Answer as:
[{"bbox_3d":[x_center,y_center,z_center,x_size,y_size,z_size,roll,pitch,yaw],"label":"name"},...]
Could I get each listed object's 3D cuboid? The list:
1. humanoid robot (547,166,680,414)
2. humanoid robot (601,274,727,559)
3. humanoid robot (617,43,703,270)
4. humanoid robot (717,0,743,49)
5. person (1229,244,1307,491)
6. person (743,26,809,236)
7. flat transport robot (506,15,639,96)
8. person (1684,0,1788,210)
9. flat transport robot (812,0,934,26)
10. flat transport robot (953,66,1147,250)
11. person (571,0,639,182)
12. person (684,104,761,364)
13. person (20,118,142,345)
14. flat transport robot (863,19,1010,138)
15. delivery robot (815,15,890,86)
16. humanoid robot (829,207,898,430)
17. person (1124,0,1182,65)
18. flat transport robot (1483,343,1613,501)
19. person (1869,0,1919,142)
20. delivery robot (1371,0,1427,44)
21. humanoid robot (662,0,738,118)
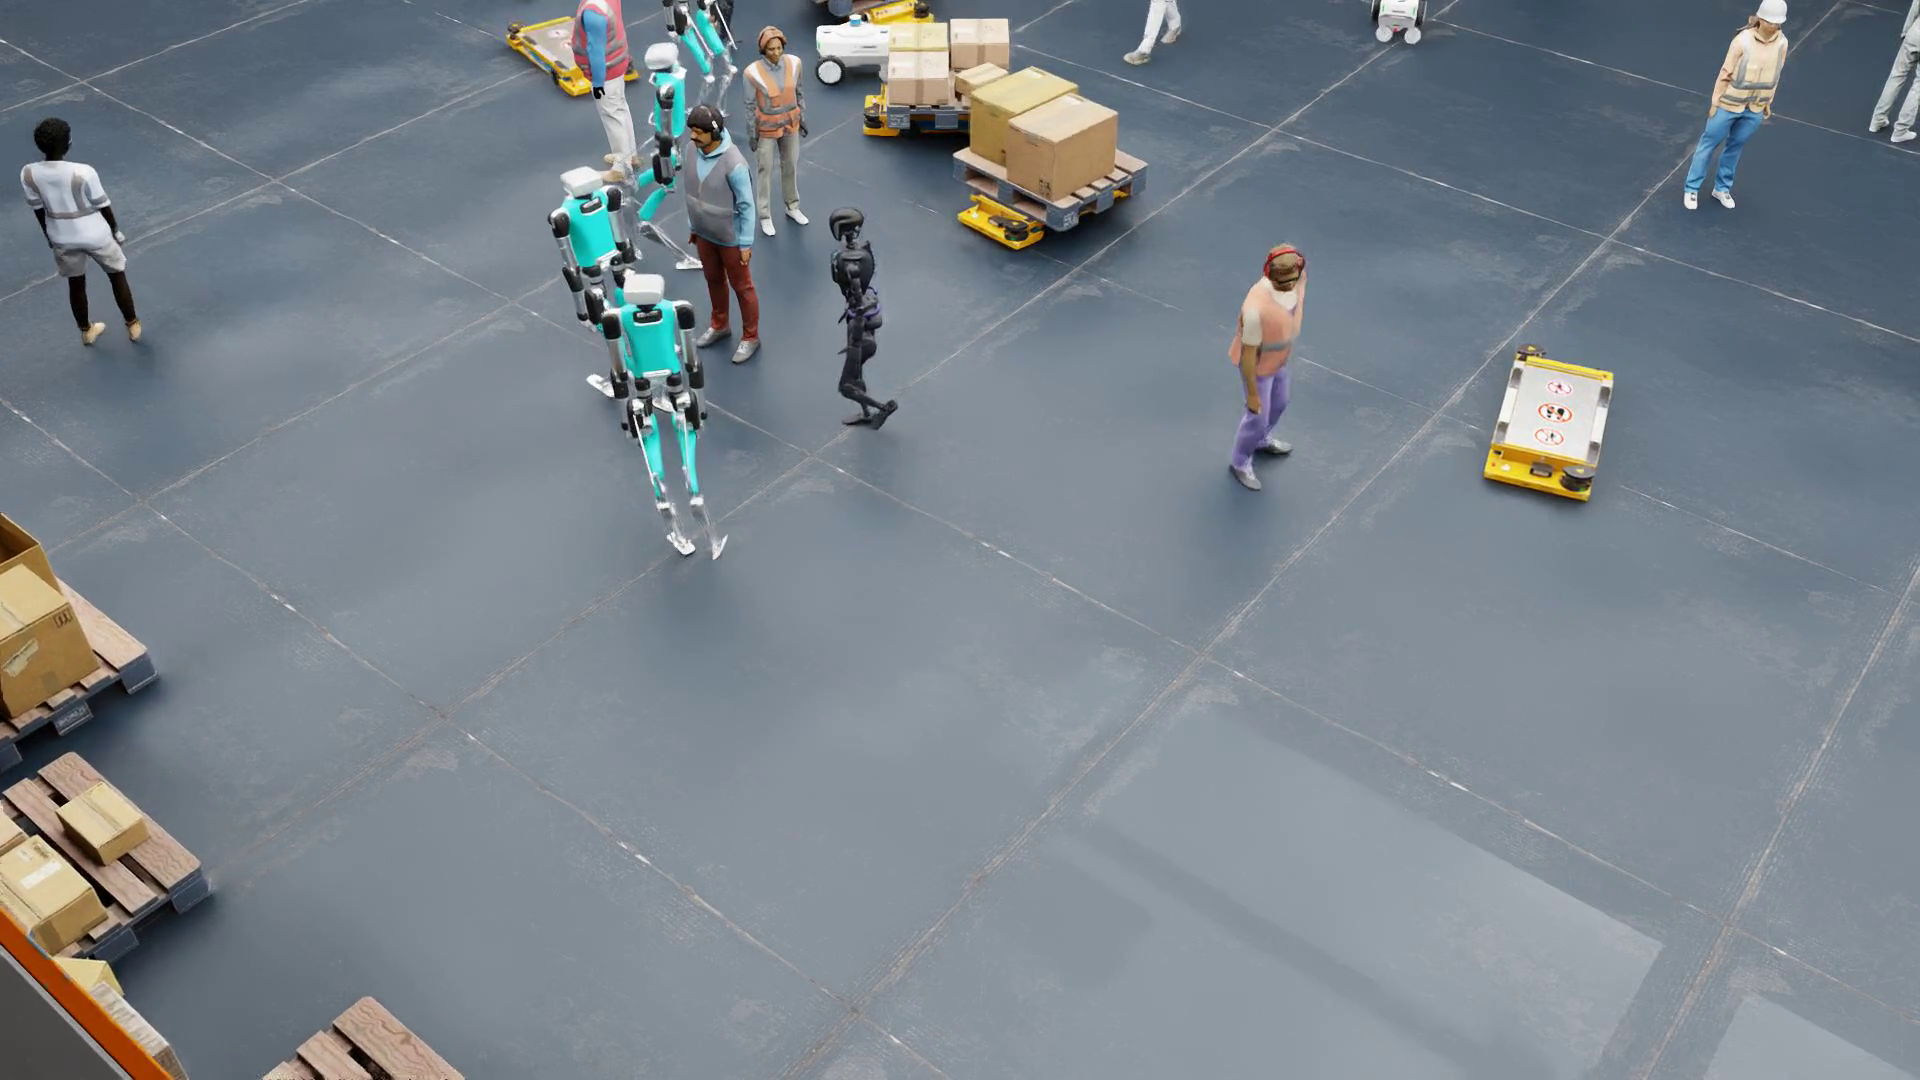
[{"bbox_3d":[-2.136,-1.488,10.731,0.997,1.753,0.533,28,48,29],"label":"humanoid robot"},{"bbox_3d":[-1.701,-0.616,9.677,0.556,1.766,0.806,-8,41,-9],"label":"humanoid robot"},{"bbox_3d":[-2.383,-2.777,12.231,0.886,1.784,0.530,0,40,0],"label":"humanoid robot"},{"bbox_3d":[-2.196,-5.349,15.285,0.604,1.646,0.385,-28,48,-29],"label":"humanoid robot"},{"bbox_3d":[1.874,-1.081,10.163,0.422,1.801,0.677,26,47,27],"label":"person"},{"bbox_3d":[-1.396,-3.130,12.701,0.522,1.638,0.308,-24,46,-26],"label":"person"},{"bbox_3d":[-3.601,-4.509,15.383,0.659,0.231,1.431,-25,46,-27],"label":"flat transport robot"},{"bbox_3d":[6.081,-3.407,12.959,0.487,1.730,0.366,-1,40,-1],"label":"person"},{"bbox_3d":[-0.924,-5.319,16.335,0.659,0.231,1.431,-24,46,-26],"label":"flat transport robot"},{"bbox_3d":[0.715,-2.756,13.320,1.431,0.231,0.659,-32,50,-32],"label":"flat transport robot"},{"bbox_3d":[-2.861,-3.773,13.315,0.431,1.836,0.628,0,40,0],"label":"person"},{"bbox_3d":[-1.611,-2.089,11.292,0.545,1.877,0.409,25,46,26],"label":"person"},{"bbox_3d":[-6.049,-2.095,11.456,0.541,1.675,0.345,0,40,0],"label":"person"},{"bbox_3d":[-0.116,-3.748,14.487,1.431,0.231,0.659,0,40,0],"label":"flat transport robot"},{"bbox_3d":[-0.976,-4.459,15.118,0.791,0.614,0.499,0,40,0],"label":"delivery robot"},{"bbox_3d":[-0.648,-1.397,10.631,0.363,1.639,0.612,-5,41,-6],"label":"humanoid robot"},{"bbox_3d":[1.824,-5.342,15.157,0.957,1.835,0.568,-33,50,-32],"label":"person"},{"bbox_3d":[3.921,-0.801,11.020,0.659,0.231,1.431,15,43,17],"label":"flat transport robot"},{"bbox_3d":[8.087,-4.164,13.847,0.322,1.727,0.496,-24,46,-26],"label":"person"},{"bbox_3d":[4.203,-5.103,15.858,0.521,0.591,0.763,10,41,12],"label":"delivery robot"},{"bbox_3d":[-2.168,-4.379,14.069,0.532,1.753,0.689,-32,50,-32],"label":"humanoid robot"}]
